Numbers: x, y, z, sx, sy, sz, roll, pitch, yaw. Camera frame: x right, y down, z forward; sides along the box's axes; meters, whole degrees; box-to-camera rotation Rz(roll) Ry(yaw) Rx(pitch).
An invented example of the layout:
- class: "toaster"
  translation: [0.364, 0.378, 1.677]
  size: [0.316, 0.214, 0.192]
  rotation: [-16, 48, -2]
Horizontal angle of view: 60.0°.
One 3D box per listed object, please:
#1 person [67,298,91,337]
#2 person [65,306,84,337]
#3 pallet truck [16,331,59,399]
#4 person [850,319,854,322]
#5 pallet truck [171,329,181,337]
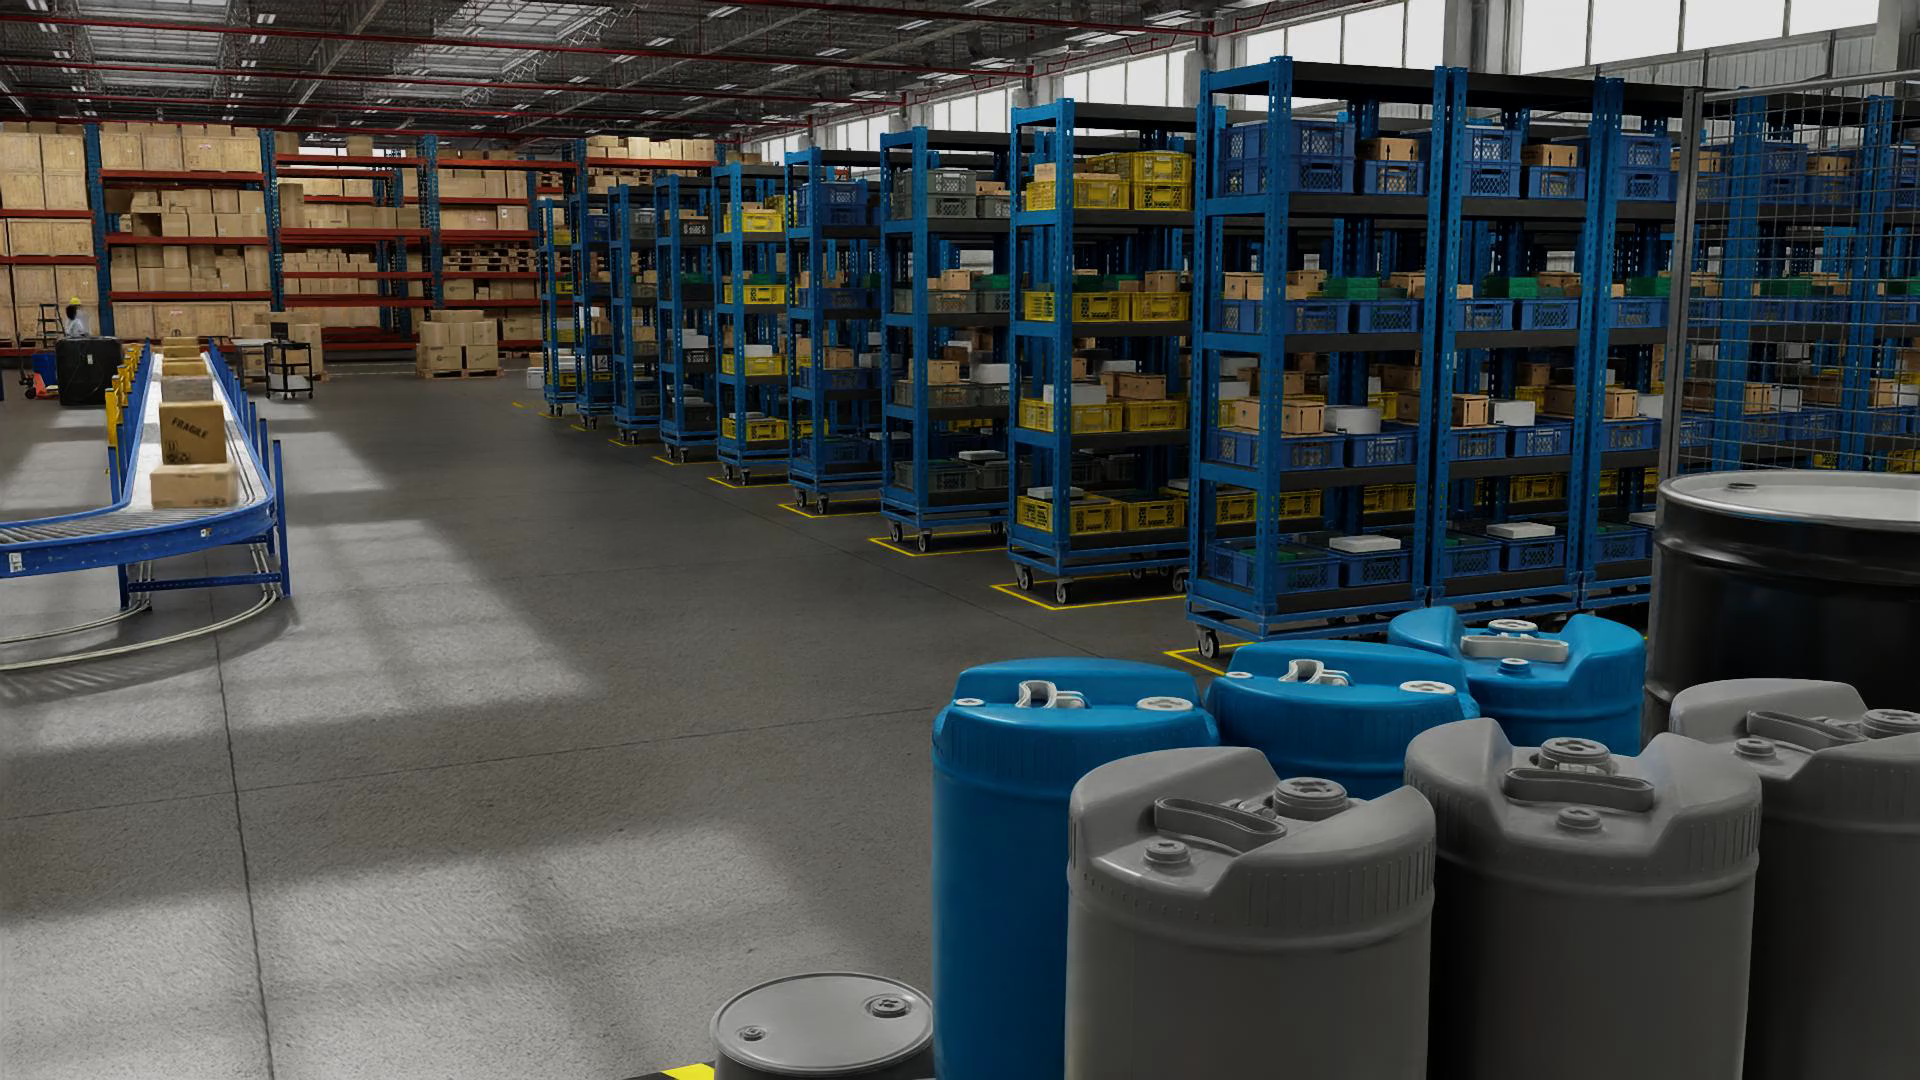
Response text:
- class: "person"
  translation: [-20.234, -4.642, 38.167]
  size: [0.404, 1.821, 0.595]
  rotation: [2, 9, 11]
- class: "person"
  translation: [-19.768, -4.409, 37.224]
  size: [0.537, 1.657, 0.856]
  rotation: [6, 11, 35]
- class: "pallet truck"
  translation: [-17.082, -3.353, 31.781]
  size: [1.630, 1.274, 0.653]
  rotation: [-4, 10, -25]
- class: "person"
  translation: [-3.226, -6.953, 52.034]
  size: [0.658, 1.965, 0.841]
  rotation: [-6, 11, -31]
- class: "pallet truck"
  translation: [-17.275, -3.851, 35.096]
  size: [1.601, 1.201, 0.680]
  rotation: [0, 9, 1]
